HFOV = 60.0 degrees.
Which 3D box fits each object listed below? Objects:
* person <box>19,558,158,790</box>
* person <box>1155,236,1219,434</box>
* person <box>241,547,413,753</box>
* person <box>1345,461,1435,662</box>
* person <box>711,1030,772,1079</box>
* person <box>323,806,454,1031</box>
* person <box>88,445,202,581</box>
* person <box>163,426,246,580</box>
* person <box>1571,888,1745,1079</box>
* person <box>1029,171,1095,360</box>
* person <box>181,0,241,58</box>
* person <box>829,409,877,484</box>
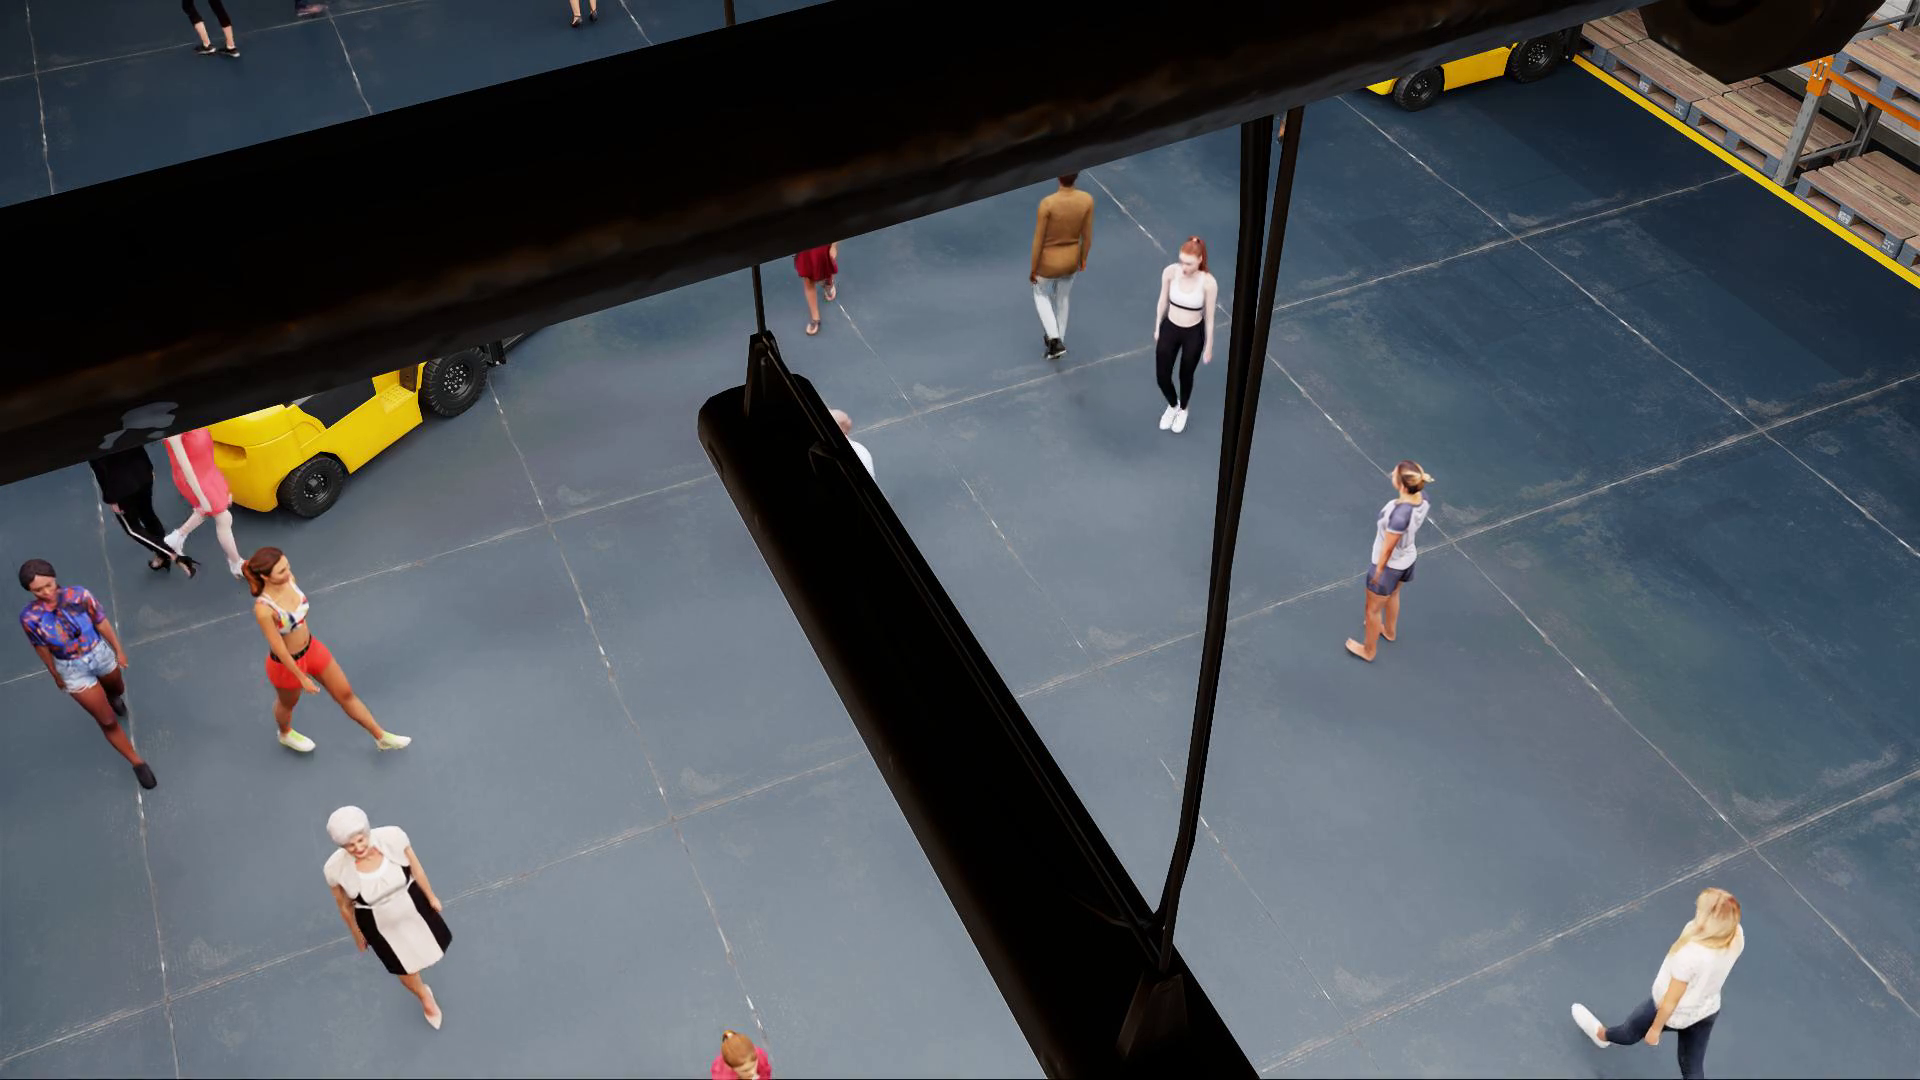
[{"bbox_3d":[-5.373,0.729,10.204,0.826,1.708,1.191,-33,52,-29],"label":"person"},{"bbox_3d":[1.719,-1.592,12.618,0.747,1.739,0.820,17,46,17],"label":"person"},{"bbox_3d":[-4.142,0.734,10.175,1.117,1.742,1.124,10,45,11],"label":"person"},{"bbox_3d":[2.836,0.137,10.889,0.640,1.620,0.631,29,51,27],"label":"person"},{"bbox_3d":[-1.111,2.817,8.319,0.987,1.286,0.757,33,52,29],"label":"person"},{"bbox_3d":[-3.054,1.944,8.908,0.716,1.738,0.893,-26,49,-25],"label":"person"},{"bbox_3d":[-5.597,-0.345,11.344,0.967,1.692,0.903,15,46,15],"label":"person"},{"bbox_3d":[-5.252,-0.387,11.303,0.775,1.809,0.882,-8,44,-9],"label":"person"},{"bbox_3d":[3.698,2.441,8.368,0.653,1.763,1.122,-17,46,-17],"label":"person"},{"bbox_3d":[0.817,-2.148,13.156,0.710,1.803,0.780,-13,45,-13],"label":"person"},{"bbox_3d":[-7.725,-5.738,16.990,0.880,1.712,0.812,19,47,19],"label":"person"},{"bbox_3d":[-0.787,-0.129,10.973,0.748,1.890,0.784,10,45,11],"label":"person"}]
